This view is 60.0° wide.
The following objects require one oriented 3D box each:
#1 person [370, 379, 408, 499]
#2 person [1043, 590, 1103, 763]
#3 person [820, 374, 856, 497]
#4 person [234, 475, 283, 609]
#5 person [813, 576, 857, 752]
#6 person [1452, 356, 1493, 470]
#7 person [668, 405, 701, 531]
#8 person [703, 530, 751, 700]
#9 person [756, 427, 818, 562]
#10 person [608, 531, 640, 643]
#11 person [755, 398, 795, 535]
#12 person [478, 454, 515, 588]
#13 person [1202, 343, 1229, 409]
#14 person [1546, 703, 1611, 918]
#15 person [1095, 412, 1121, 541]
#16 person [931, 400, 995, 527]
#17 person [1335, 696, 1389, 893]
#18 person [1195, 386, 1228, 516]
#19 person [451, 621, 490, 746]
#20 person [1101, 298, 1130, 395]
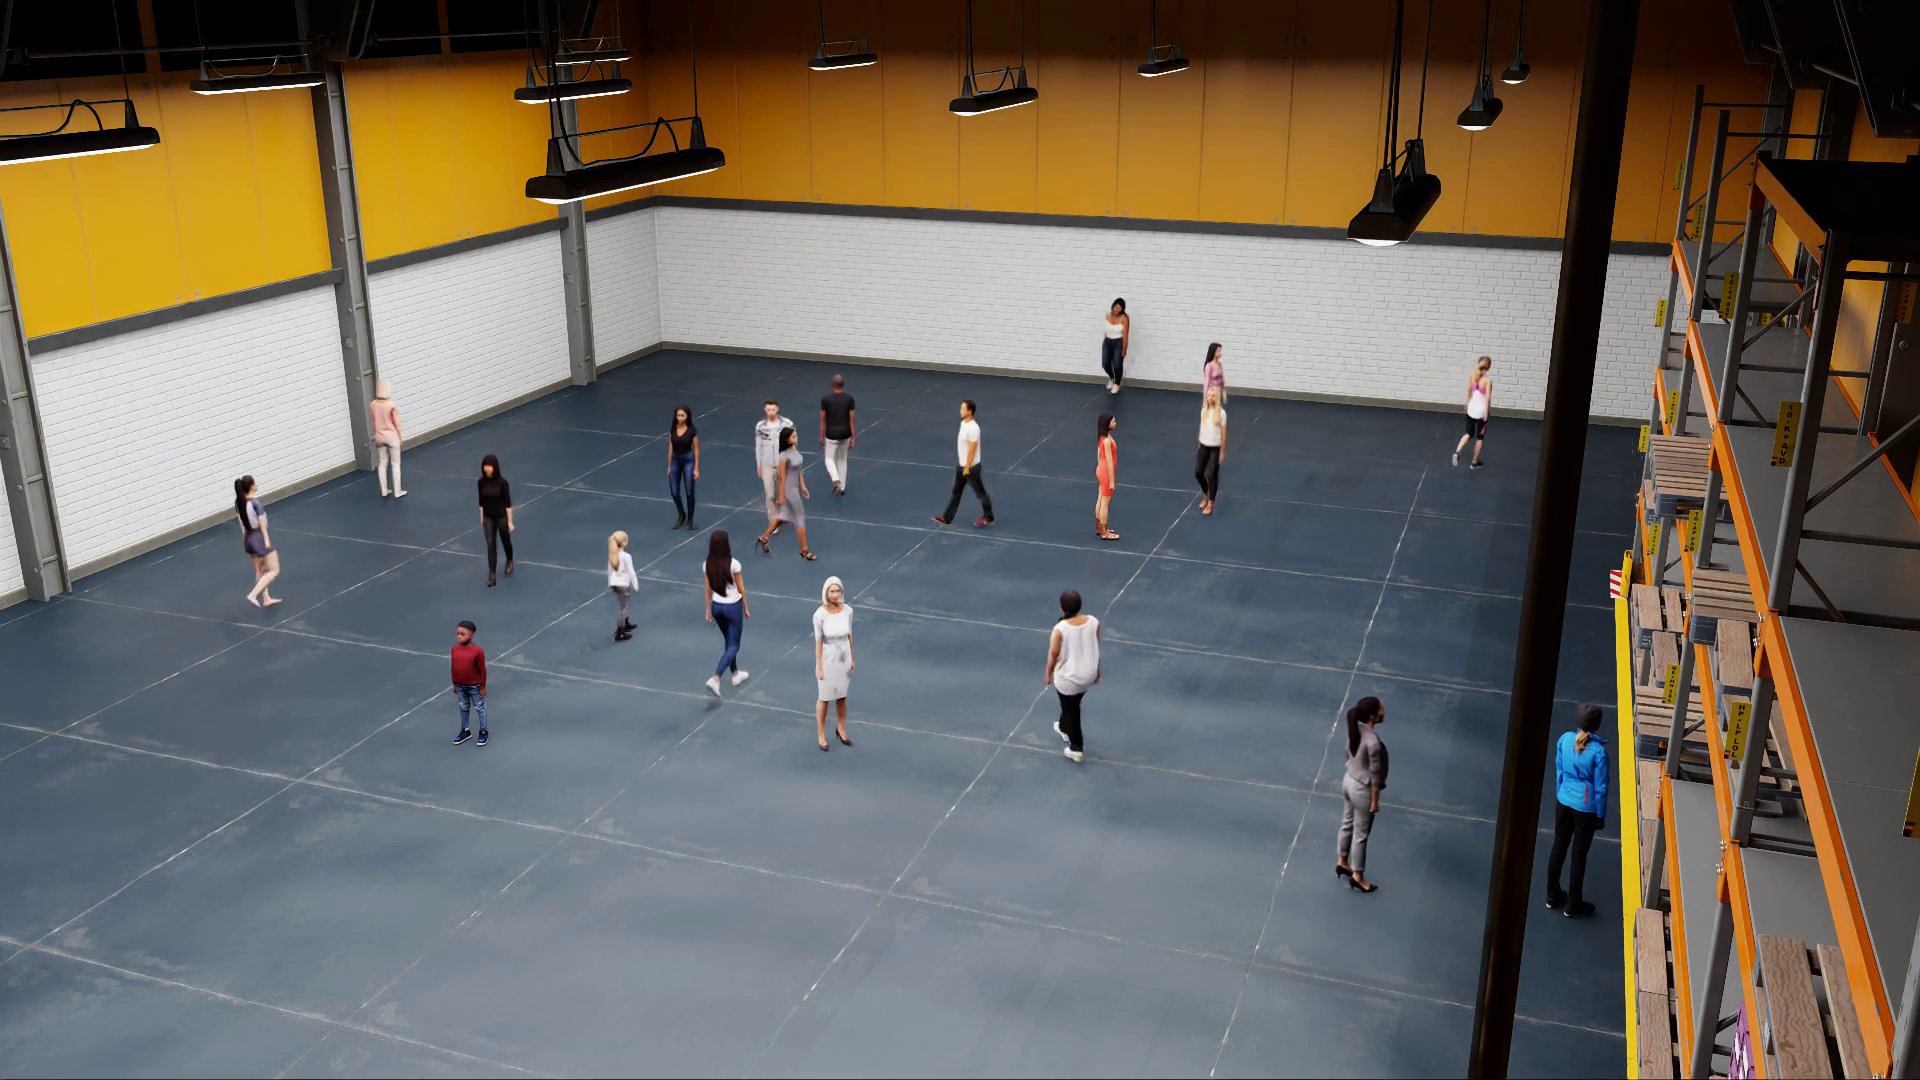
[{"bbox_3d":[-8.226,-1.463,23.890,0.620,1.724,0.562,3,19,10],"label":"person"},{"bbox_3d":[1.103,1.303,15.769,1.014,1.665,1.053,-10,21,-28],"label":"person"},{"bbox_3d":[-1.740,-1.451,23.751,0.937,1.789,1.028,-5,19,-14],"label":"person"},{"bbox_3d":[-8.298,0.056,19.507,0.679,1.641,0.777,11,22,30],"label":"person"},{"bbox_3d":[-1.217,1.171,16.029,0.622,1.749,0.706,-12,22,-31],"label":"person"},{"bbox_3d":[7.737,-1.889,25.090,1.042,1.765,0.900,-14,23,-35],"label":"person"},{"bbox_3d":[-3.721,-1.006,22.518,0.658,1.734,0.655,2,19,6],"label":"person"},{"bbox_3d":[-2.446,0.786,17.169,0.661,1.750,1.074,8,20,23],"label":"person"},{"bbox_3d":[-2.265,-0.579,21.236,0.746,1.742,1.041,3,19,10],"label":"person"},{"bbox_3d":[-3.856,0.532,18.683,0.594,1.266,0.699,13,23,33],"label":"person"},{"bbox_3d":[-2.476,-1.026,22.426,0.911,1.830,1.018,-2,19,-6],"label":"person"},{"bbox_3d":[-5.696,-0.276,20.552,0.850,1.604,1.165,0,19,1],"label":"person"},{"bbox_3d":[3.921,-2.272,26.280,0.727,1.731,0.651,13,23,34],"label":"person"},{"bbox_3d":[4.878,2.117,13.138,0.724,1.801,0.695,-12,22,-31],"label":"person"},{"bbox_3d":[1.940,-0.862,22.113,0.732,1.719,0.622,-3,19,-10],"label":"person"},{"bbox_3d":[0.220,-1.004,22.466,1.165,1.762,1.138,-7,20,-20],"label":"person"},{"bbox_3d":[3.262,2.048,13.537,0.777,1.677,0.691,-5,19,-14],"label":"person"},{"bbox_3d":[3.536,-1.252,23.121,0.675,1.814,0.704,12,22,32],"label":"person"},{"bbox_3d":[-4.776,1.375,16.197,0.524,1.256,0.510,5,19,14],"label":"person"},{"bbox_3d":[2.797,-3.492,29.843,0.776,1.769,0.881,16,24,38],"label":"person"}]
